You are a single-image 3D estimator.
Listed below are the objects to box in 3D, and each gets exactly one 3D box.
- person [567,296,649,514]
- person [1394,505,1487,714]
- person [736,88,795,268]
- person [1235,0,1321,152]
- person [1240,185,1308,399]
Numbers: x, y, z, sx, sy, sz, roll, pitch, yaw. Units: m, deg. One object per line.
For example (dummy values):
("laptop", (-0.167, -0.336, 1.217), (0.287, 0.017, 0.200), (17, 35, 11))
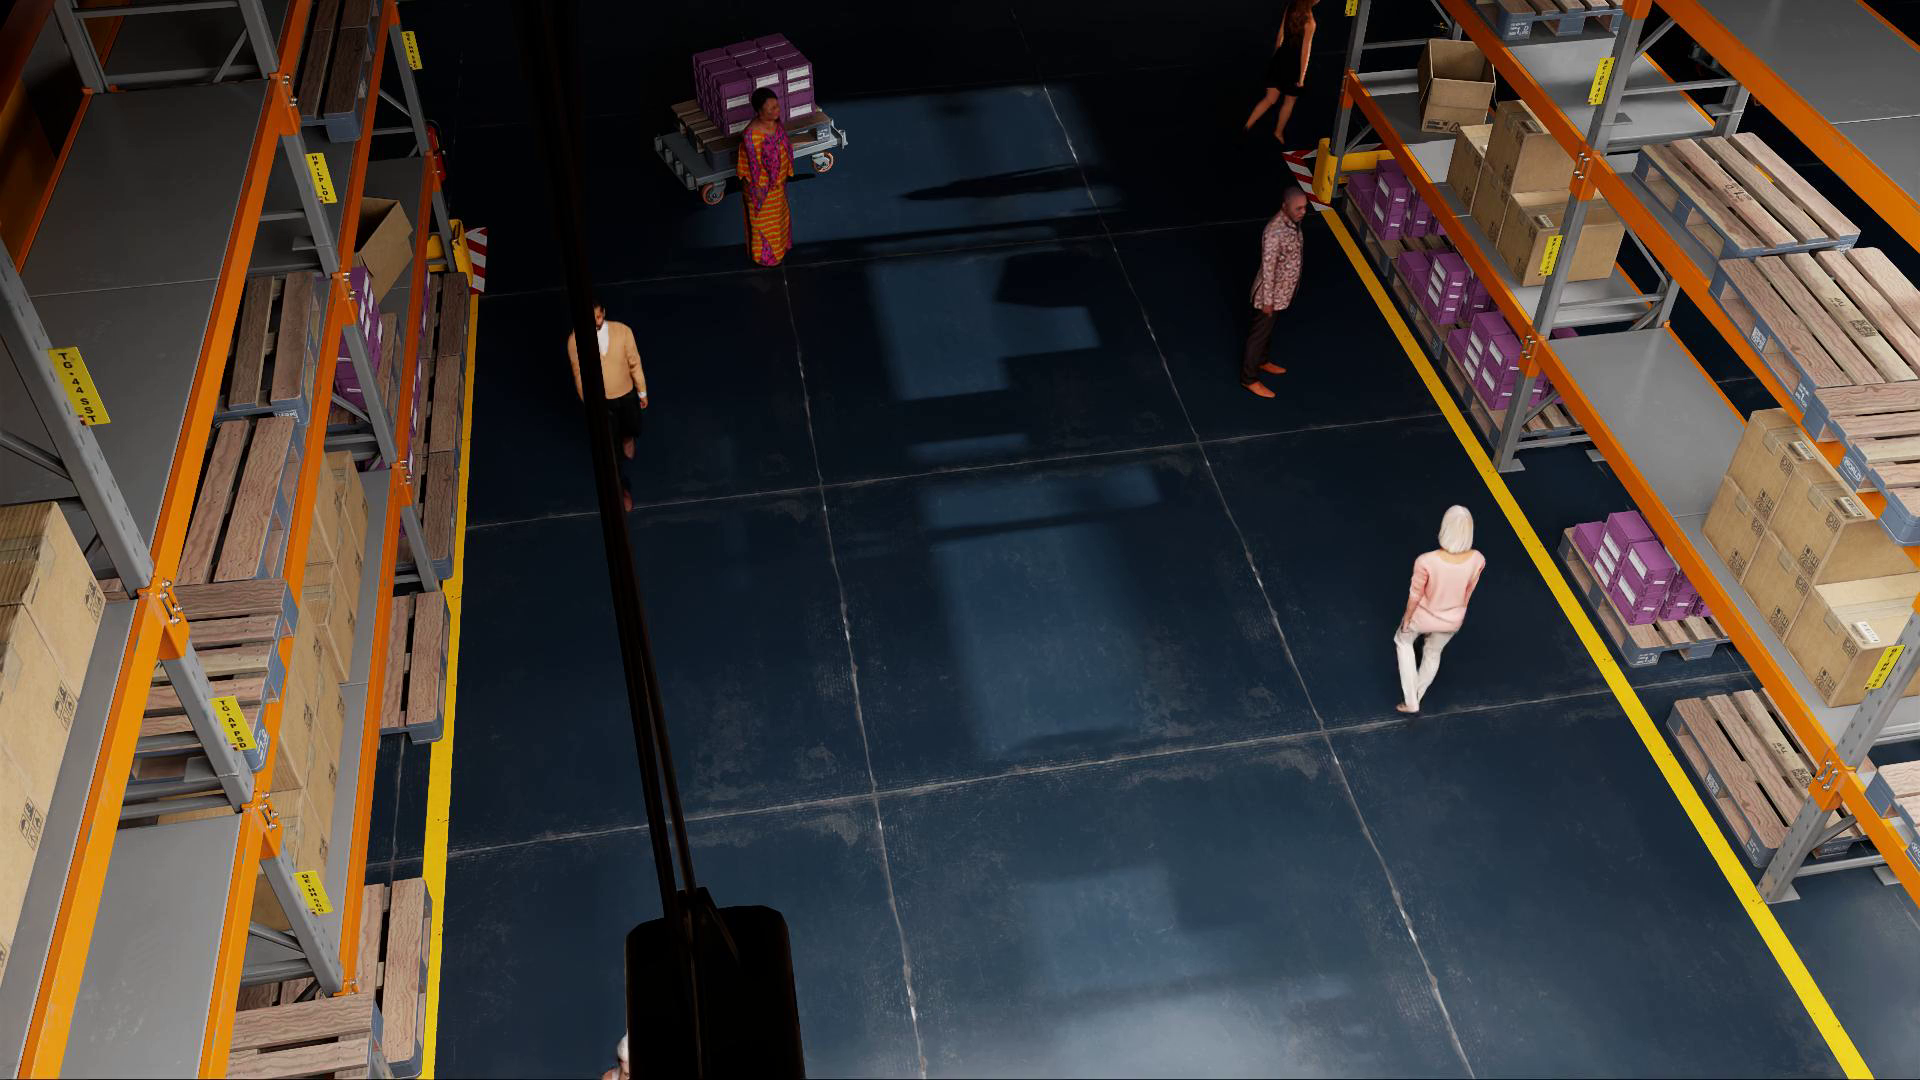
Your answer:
("person", (-2.565, -1.111, 12.244), (0.768, 1.735, 1.122), (-13, 45, -14))
("person", (3.041, 0.525, 10.540), (0.648, 1.717, 0.722), (-1, 44, -1))
("person", (-1.666, -3.181, 14.461), (0.848, 1.675, 0.770), (16, 46, 17))
("person", (3.020, -4.363, 15.613), (0.968, 1.797, 1.039), (-30, 51, -28))
("person", (2.464, -1.999, 13.123), (0.840, 1.809, 0.746), (19, 47, 19))
